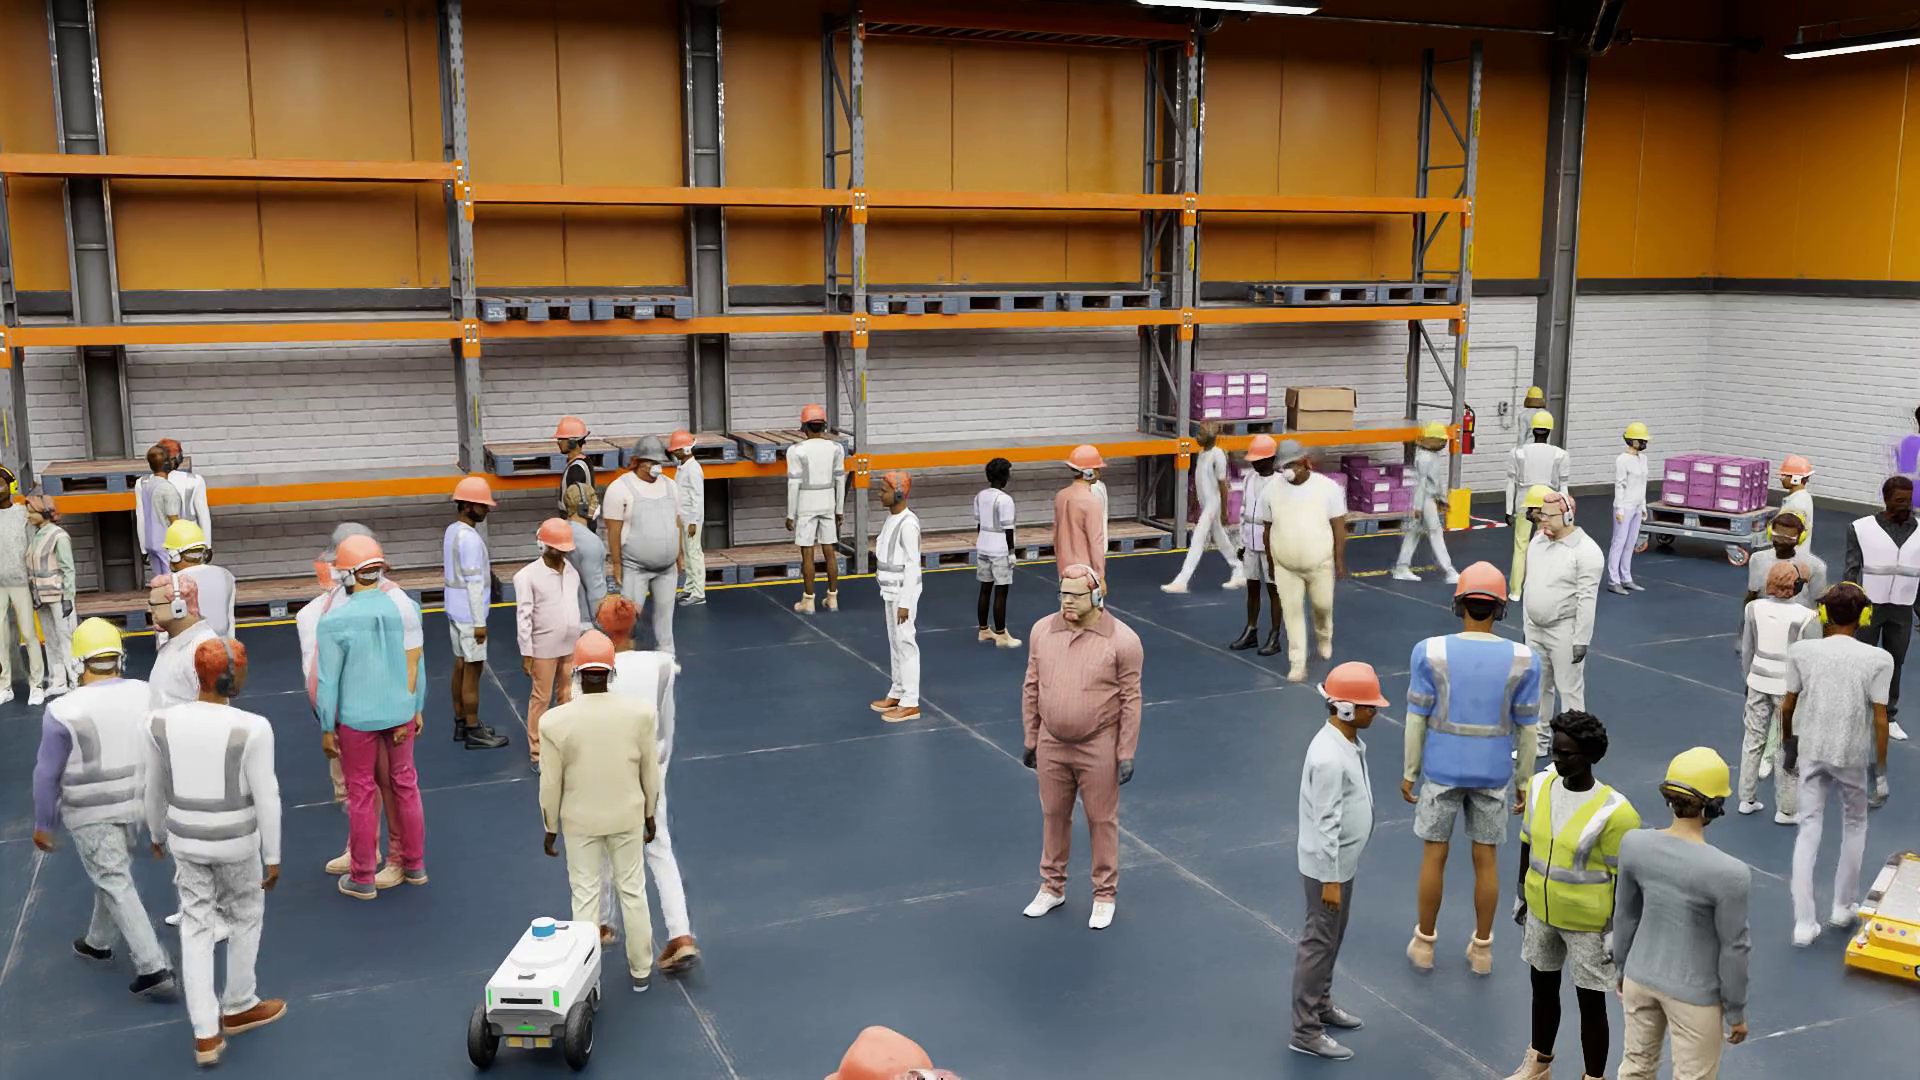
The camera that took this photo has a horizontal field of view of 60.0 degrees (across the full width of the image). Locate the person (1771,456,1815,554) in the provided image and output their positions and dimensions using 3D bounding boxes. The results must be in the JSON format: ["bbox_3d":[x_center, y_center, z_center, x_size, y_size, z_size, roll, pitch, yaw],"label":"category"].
[{"bbox_3d":[7.182,0.143,14.414,0.328,1.752,0.563,5,11,26],"label":"person"}]

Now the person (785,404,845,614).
[{"bbox_3d":[-1.419,-0.303,16.149,0.616,2.041,0.380,-6,12,-31],"label":"person"}]

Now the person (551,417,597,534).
[{"bbox_3d":[-3.438,-0.084,14.889,0.371,2.044,0.608,-1,10,-8],"label":"person"}]

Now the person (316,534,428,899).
[{"bbox_3d":[-3.205,0.954,9.077,0.406,1.987,0.615,9,13,43],"label":"person"}]

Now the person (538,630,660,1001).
[{"bbox_3d":[-1.692,1.287,7.822,0.564,1.752,0.338,-4,11,-21],"label":"person"}]

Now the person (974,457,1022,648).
[{"bbox_3d":[0.328,0.110,14.775,0.318,1.696,0.533,-6,12,-33],"label":"person"}]

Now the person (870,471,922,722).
[{"bbox_3d":[-0.467,0.415,12.477,0.356,1.883,0.573,-3,10,-16],"label":"person"}]

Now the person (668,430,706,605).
[{"bbox_3d":[-2.727,-0.228,16.567,0.335,1.747,0.561,-4,11,-22],"label":"person"}]

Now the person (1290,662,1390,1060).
[{"bbox_3d":[1.671,1.385,7.297,0.355,1.742,0.566,4,11,22],"label":"person"}]

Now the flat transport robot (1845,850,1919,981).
[{"bbox_3d":[5.002,1.917,8.464,0.652,0.197,1.431,7,12,36],"label":"flat transport robot"}]

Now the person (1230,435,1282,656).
[{"bbox_3d":[2.630,0.045,14.482,0.374,1.928,0.542,-9,13,-41],"label":"person"}]

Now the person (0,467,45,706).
[{"bbox_3d":[-7.341,0.359,12.838,0.513,1.872,0.328,-2,10,-10],"label":"person"}]

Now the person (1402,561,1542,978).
[{"bbox_3d":[2.463,1.111,8.063,0.611,2.029,0.409,1,10,8],"label":"person"}]

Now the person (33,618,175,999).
[{"bbox_3d":[-4.044,1.258,7.897,0.921,1.787,0.607,6,11,29],"label":"person"}]

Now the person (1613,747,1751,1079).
[{"bbox_3d":[2.591,1.606,5.990,0.336,1.761,0.527,-6,11,-30],"label":"person"}]

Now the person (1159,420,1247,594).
[{"bbox_3d":[2.563,-0.344,17.133,0.994,1.795,0.526,-2,10,-12],"label":"person"}]

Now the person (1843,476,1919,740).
[{"bbox_3d":[6.665,0.493,11.963,0.604,1.916,0.438,1,10,6],"label":"person"}]

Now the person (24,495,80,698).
[{"bbox_3d":[-7.058,0.456,12.940,0.523,1.638,0.311,6,12,32],"label":"person"}]

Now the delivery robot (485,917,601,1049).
[{"bbox_3d":[-1.838,1.917,7.373,0.477,0.478,0.707,0,10,2],"label":"delivery robot"}]

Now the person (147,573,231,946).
[{"bbox_3d":[-3.906,1.105,8.435,0.402,1.906,0.652,-7,12,-34],"label":"person"}]

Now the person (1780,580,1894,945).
[{"bbox_3d":[4.494,1.123,8.524,0.562,1.832,0.787,8,13,39],"label":"person"}]

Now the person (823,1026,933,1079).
[{"bbox_3d":[-0.156,1.970,3.880,0.564,1.754,0.331,-7,12,-36],"label":"person"}]

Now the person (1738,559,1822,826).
[{"bbox_3d":[5.027,0.930,10.211,0.307,1.641,0.511,-6,11,-31],"label":"person"}]

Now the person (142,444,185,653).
[{"bbox_3d":[-6.883,0.088,14.469,0.506,1.847,0.345,7,12,36],"label":"person"}]

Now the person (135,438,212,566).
[{"bbox_3d":[-6.872,0.049,14.576,0.584,1.884,0.342,-3,10,-19],"label":"person"}]

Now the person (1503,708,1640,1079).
[{"bbox_3d":[2.457,1.508,6.713,0.316,1.695,0.540,-6,11,-31],"label":"person"}]

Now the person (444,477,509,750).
[{"bbox_3d":[-3.448,0.512,11.787,0.385,1.928,0.547,-6,11,-30],"label":"person"}]

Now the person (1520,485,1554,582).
[{"bbox_3d":[4.380,0.458,12.598,0.336,1.757,0.517,2,10,14],"label":"person"}]

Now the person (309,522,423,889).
[{"bbox_3d":[-3.314,0.906,9.195,0.689,2.000,0.537,7,12,36],"label":"person"}]

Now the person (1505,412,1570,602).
[{"bbox_3d":[5.763,-0.324,16.649,0.589,1.920,0.413,3,10,16],"label":"person"}]

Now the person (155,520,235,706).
[{"bbox_3d":[-4.845,0.778,10.527,0.404,1.831,0.600,3,10,18],"label":"person"}]

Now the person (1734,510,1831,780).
[{"bbox_3d":[5.614,0.662,11.332,1.041,1.804,0.579,-7,12,-36],"label":"person"}]

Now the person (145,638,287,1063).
[{"bbox_3d":[-3.274,1.335,7.262,0.678,1.860,0.613,0,10,2],"label":"person"}]

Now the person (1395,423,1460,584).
[{"bbox_3d":[5.029,-0.383,17.564,0.859,1.700,0.507,5,11,25],"label":"person"}]

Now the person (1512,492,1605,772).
[{"bbox_3d":[4.025,0.617,11.283,0.404,1.899,0.634,-4,11,-23],"label":"person"}]

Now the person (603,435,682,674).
[{"bbox_3d":[-2.545,0.132,13.655,0.684,2.000,0.537,-8,13,-40],"label":"person"}]

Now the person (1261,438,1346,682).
[{"bbox_3d":[2.853,0.097,13.852,0.711,2.000,0.893,3,10,17],"label":"person"}]

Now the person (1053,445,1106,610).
[{"bbox_3d":[0.968,0.241,13.155,0.383,1.996,0.609,-5,11,-28],"label":"person"}]

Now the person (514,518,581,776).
[{"bbox_3d":[-2.710,0.707,11.196,0.348,1.739,0.572,7,12,36],"label":"person"}]

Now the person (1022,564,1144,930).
[{"bbox_3d":[0.611,1.065,8.665,0.651,1.907,0.409,5,11,26],"label":"person"}]

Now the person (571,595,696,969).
[{"bbox_3d":[-1.614,1.187,8.192,0.563,1.850,0.979,-6,12,-32],"label":"person"}]

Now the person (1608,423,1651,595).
[{"bbox_3d":[6.891,-0.325,17.080,0.522,1.769,0.310,-8,13,-39],"label":"person"}]

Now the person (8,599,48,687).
[{"bbox_3d":[-7.813,0.315,13.245,0.763,1.824,0.571,-7,12,-33],"label":"person"}]

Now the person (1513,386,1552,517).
[{"bbox_3d":[7.526,-1.149,21.889,0.492,1.742,0.321,-3,10,-15],"label":"person"}]

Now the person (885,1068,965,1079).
[{"bbox_3d":[-0.196,1.986,3.428,0.499,1.889,0.751,-4,11,-23],"label":"person"}]
